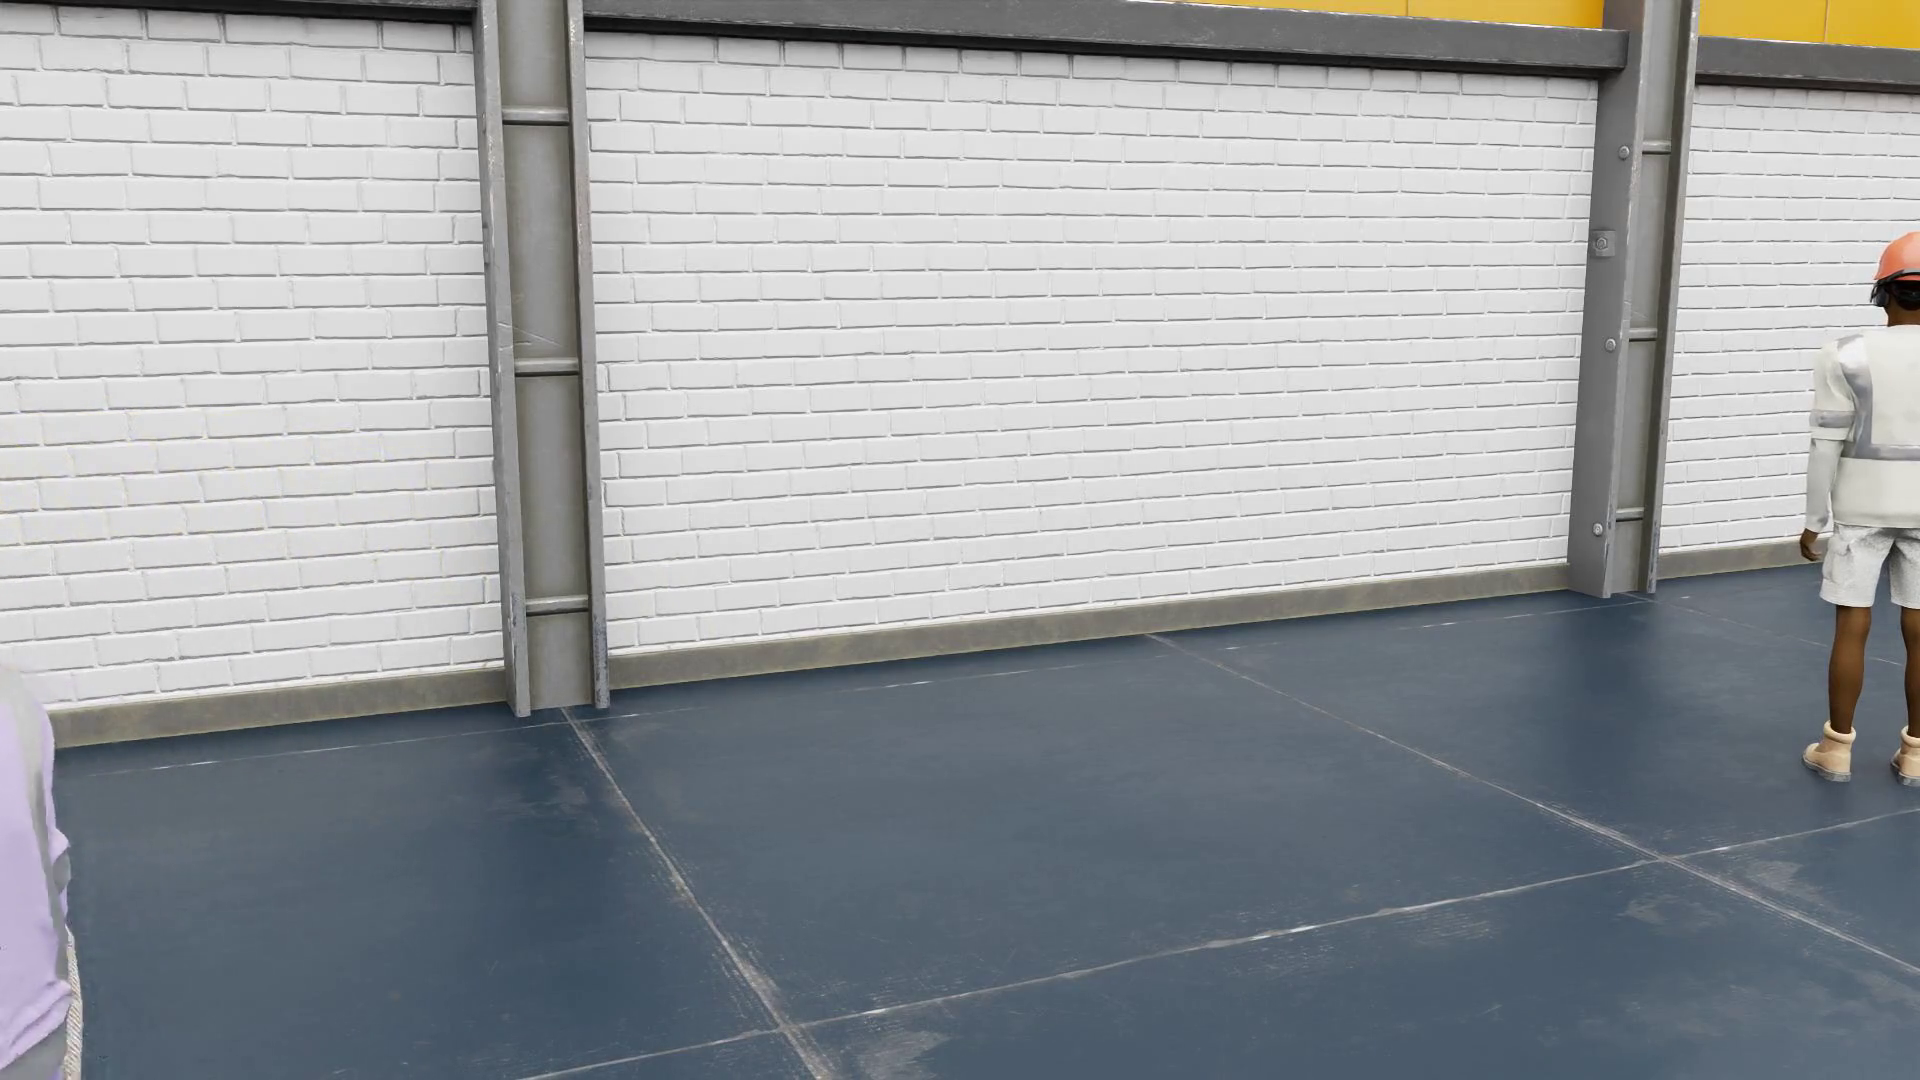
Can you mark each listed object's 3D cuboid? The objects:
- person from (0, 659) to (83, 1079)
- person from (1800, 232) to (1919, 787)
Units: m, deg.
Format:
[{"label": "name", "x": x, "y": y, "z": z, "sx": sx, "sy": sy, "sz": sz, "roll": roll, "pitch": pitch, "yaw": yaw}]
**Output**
[{"label": "person", "x": -1.190, "y": 0.776, "z": 1.785, "sx": 0.448, "sy": 1.877, "sz": 0.642, "roll": 1, "pitch": 10, "yaw": 8}, {"label": "person", "x": 3.438, "y": -0.102, "z": 6.158, "sx": 0.605, "sy": 2.044, "sz": 0.374, "roll": 3, "pitch": 11, "yaw": 15}]
